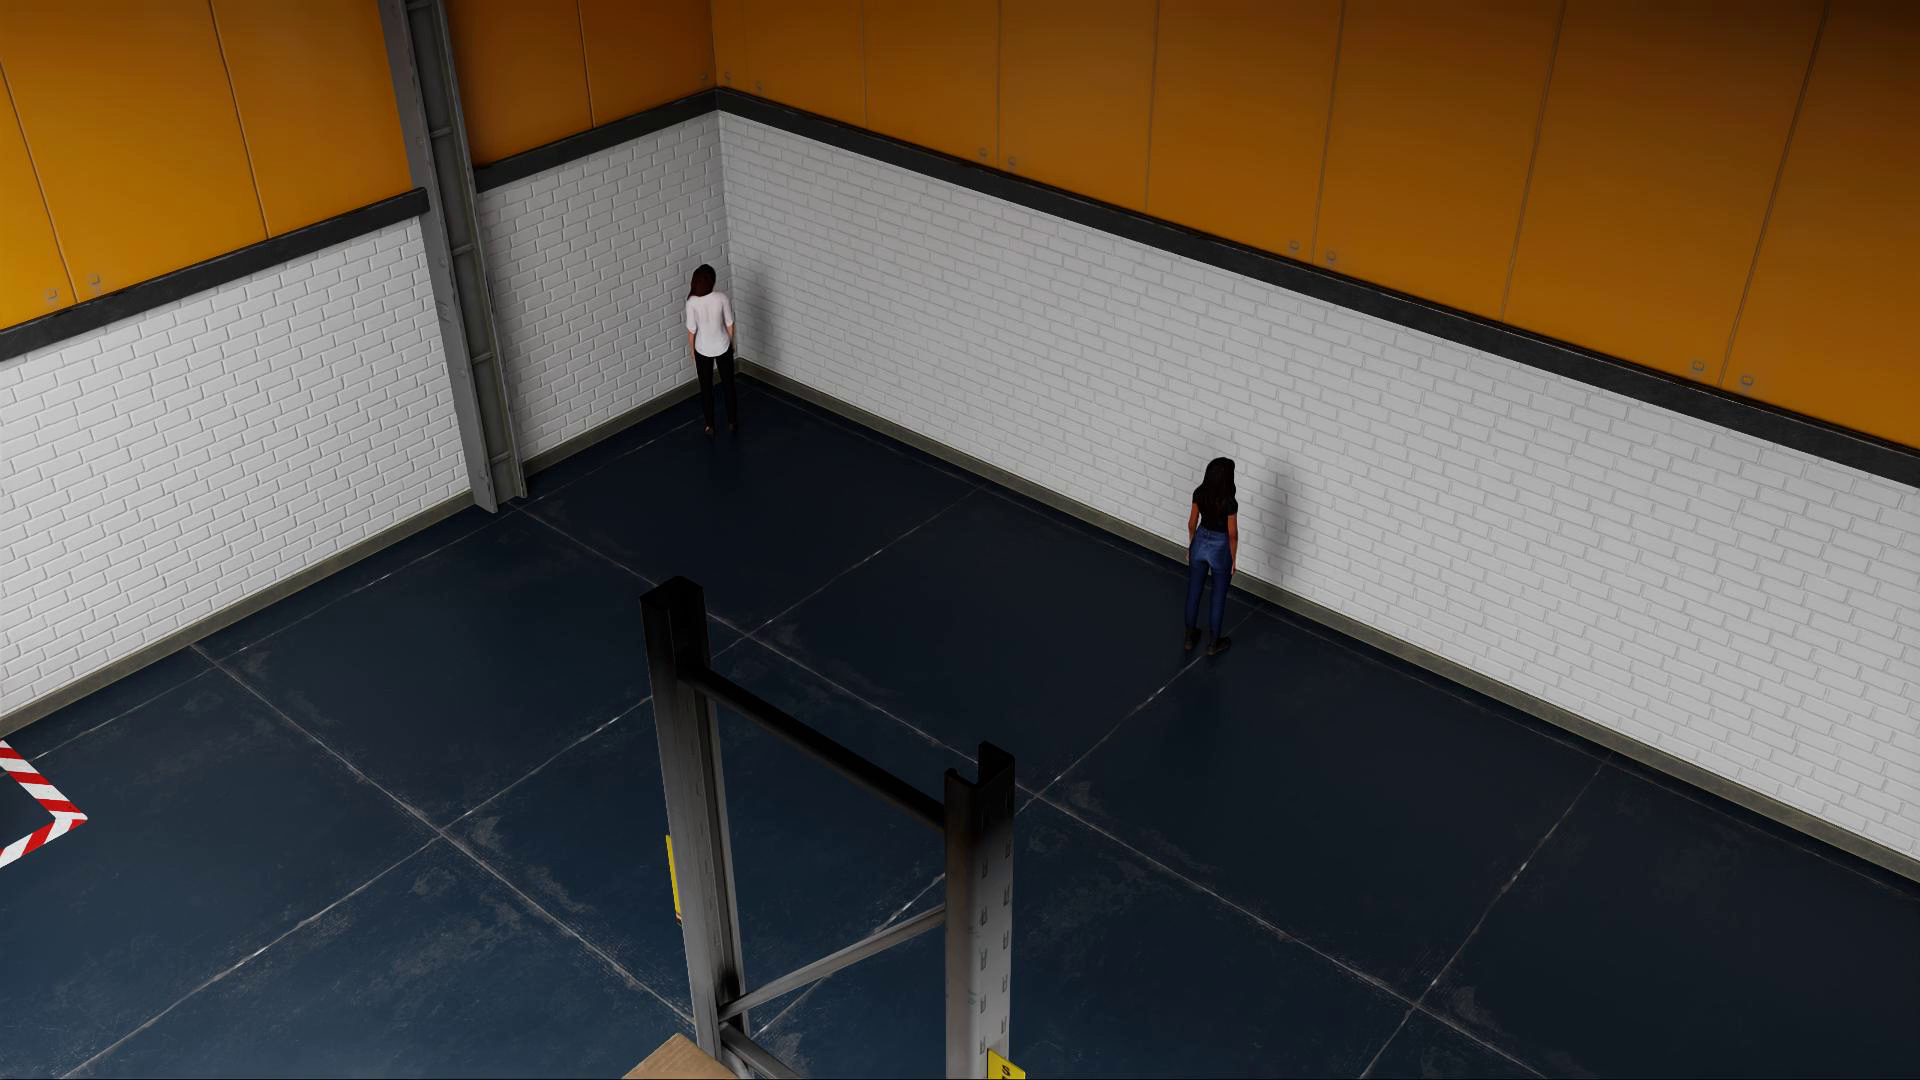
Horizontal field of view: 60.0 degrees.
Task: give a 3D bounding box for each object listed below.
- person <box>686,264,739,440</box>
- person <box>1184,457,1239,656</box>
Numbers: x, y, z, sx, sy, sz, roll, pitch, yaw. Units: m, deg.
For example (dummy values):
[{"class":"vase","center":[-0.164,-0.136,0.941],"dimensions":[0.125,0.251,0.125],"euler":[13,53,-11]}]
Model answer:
[{"class":"person","center":[-2.351,-1.791,15.865],"dimensions":[0.639,1.795,0.742],"euler":[-9,35,-13]},{"class":"person","center":[1.967,0.122,13.038],"dimensions":[0.586,1.738,0.564],"euler":[19,38,27]}]
